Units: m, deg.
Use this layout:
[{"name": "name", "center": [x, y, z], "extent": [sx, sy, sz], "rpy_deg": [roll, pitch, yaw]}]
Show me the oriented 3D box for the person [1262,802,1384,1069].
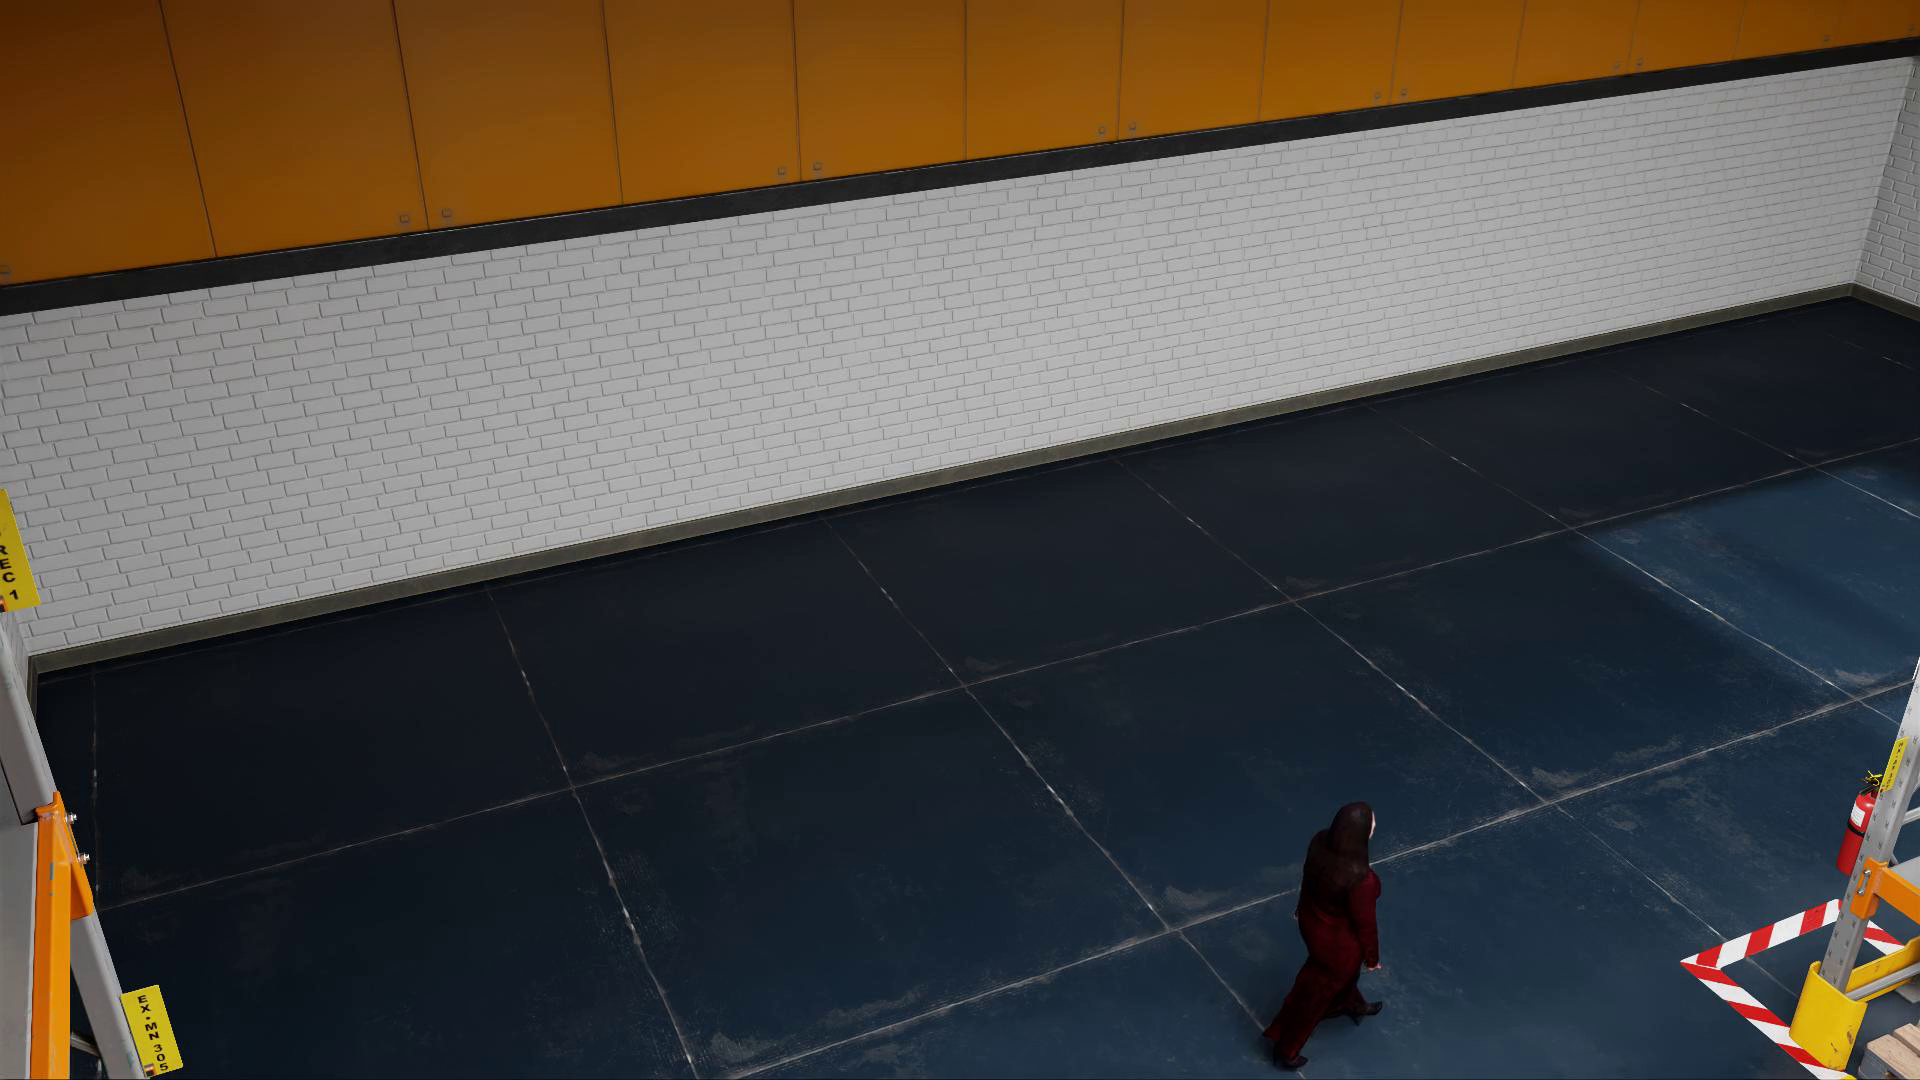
[{"name": "person", "center": [1.908, 2.155, 8.920], "extent": [0.834, 1.724, 1.030], "rpy_deg": [-9, 30, -15]}]
